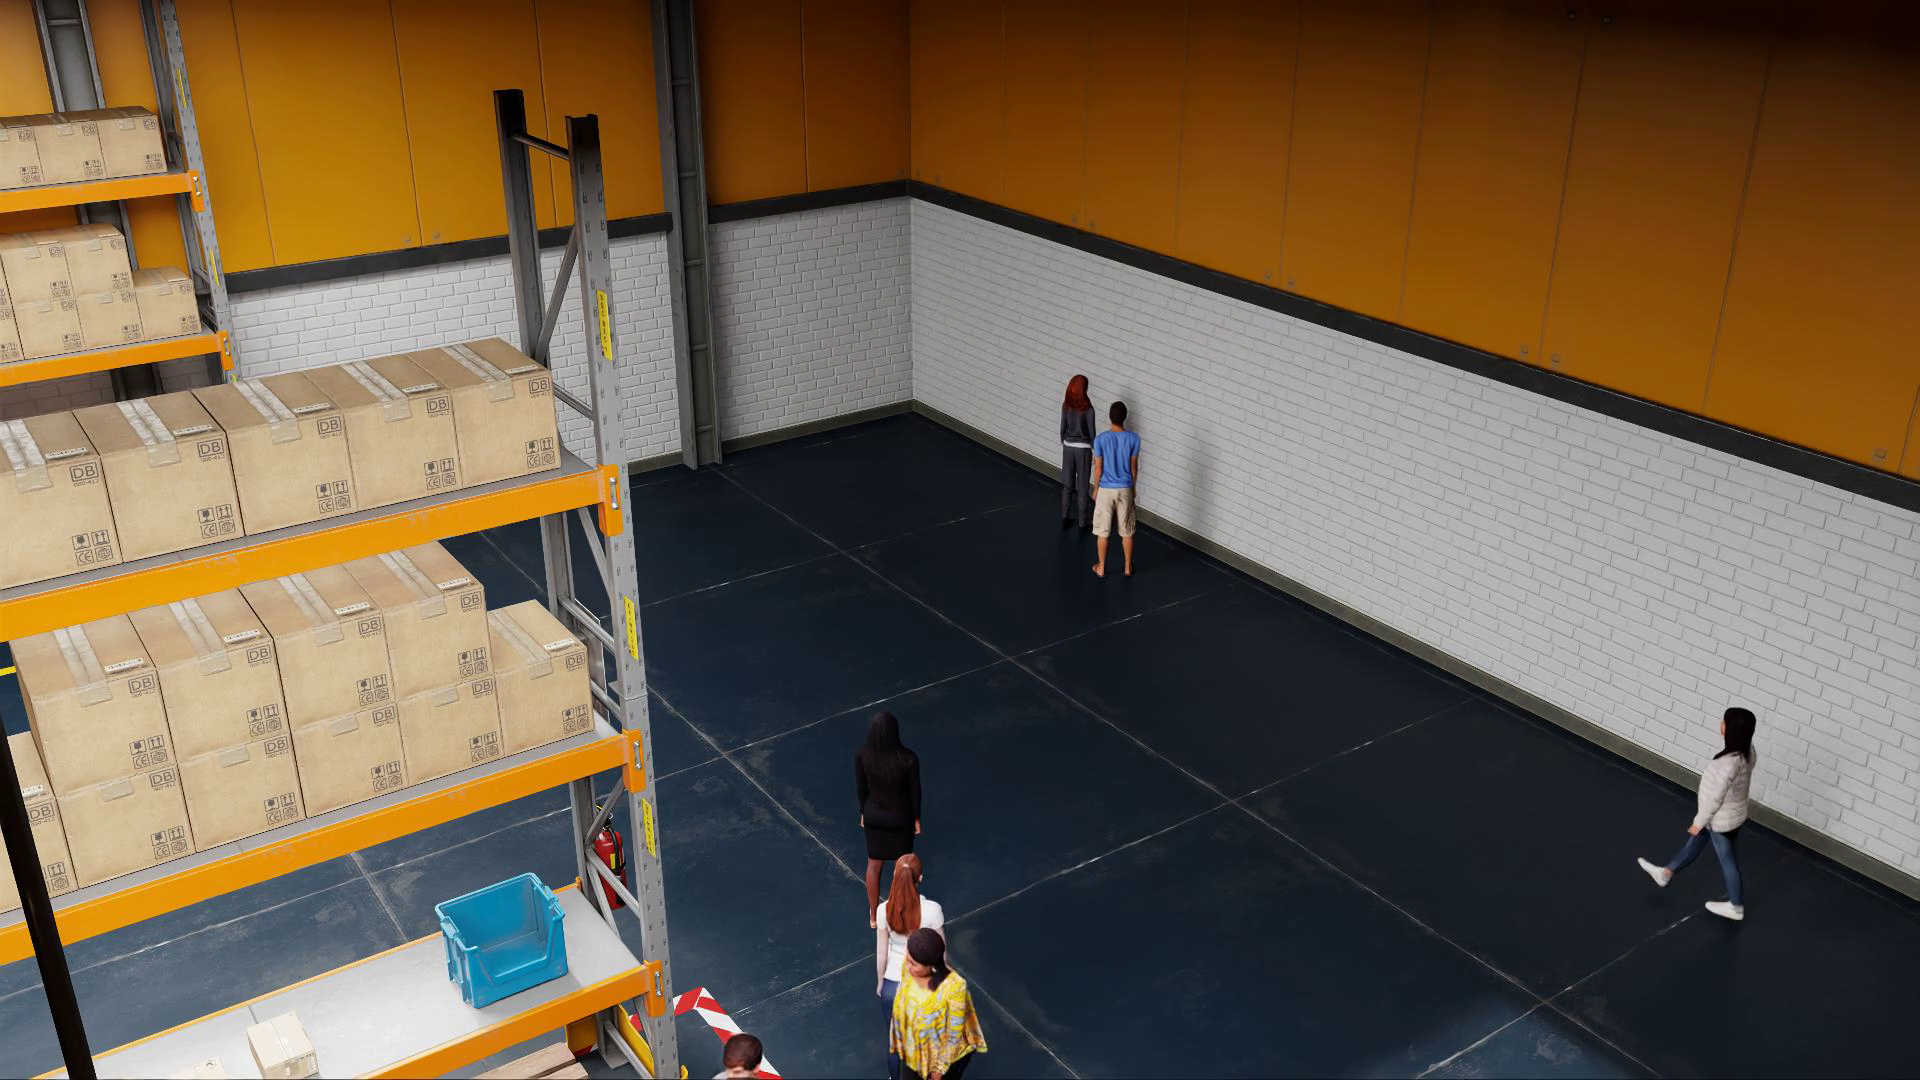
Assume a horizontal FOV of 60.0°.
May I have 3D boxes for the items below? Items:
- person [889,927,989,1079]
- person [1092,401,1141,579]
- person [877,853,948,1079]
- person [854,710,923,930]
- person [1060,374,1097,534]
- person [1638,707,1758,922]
[{"bbox_3d":[-0.090,2.864,9.527,0.848,1.630,0.921,15,28,31],"label":"person"},{"bbox_3d":[1.590,-0.512,16.958,0.701,1.863,0.809,-1,24,-2],"label":"person"},{"bbox_3d":[-0.300,2.636,9.914,0.631,1.738,0.721,0,24,-1],"label":"person"},{"bbox_3d":[-0.494,1.934,11.541,0.677,1.720,0.732,5,24,10],"label":"person"},{"bbox_3d":[1.278,-0.948,18.061,0.645,1.779,0.590,17,29,34],"label":"person"},{"bbox_3d":[5.427,1.951,11.649,0.912,1.603,1.034,16,28,32],"label":"person"}]
